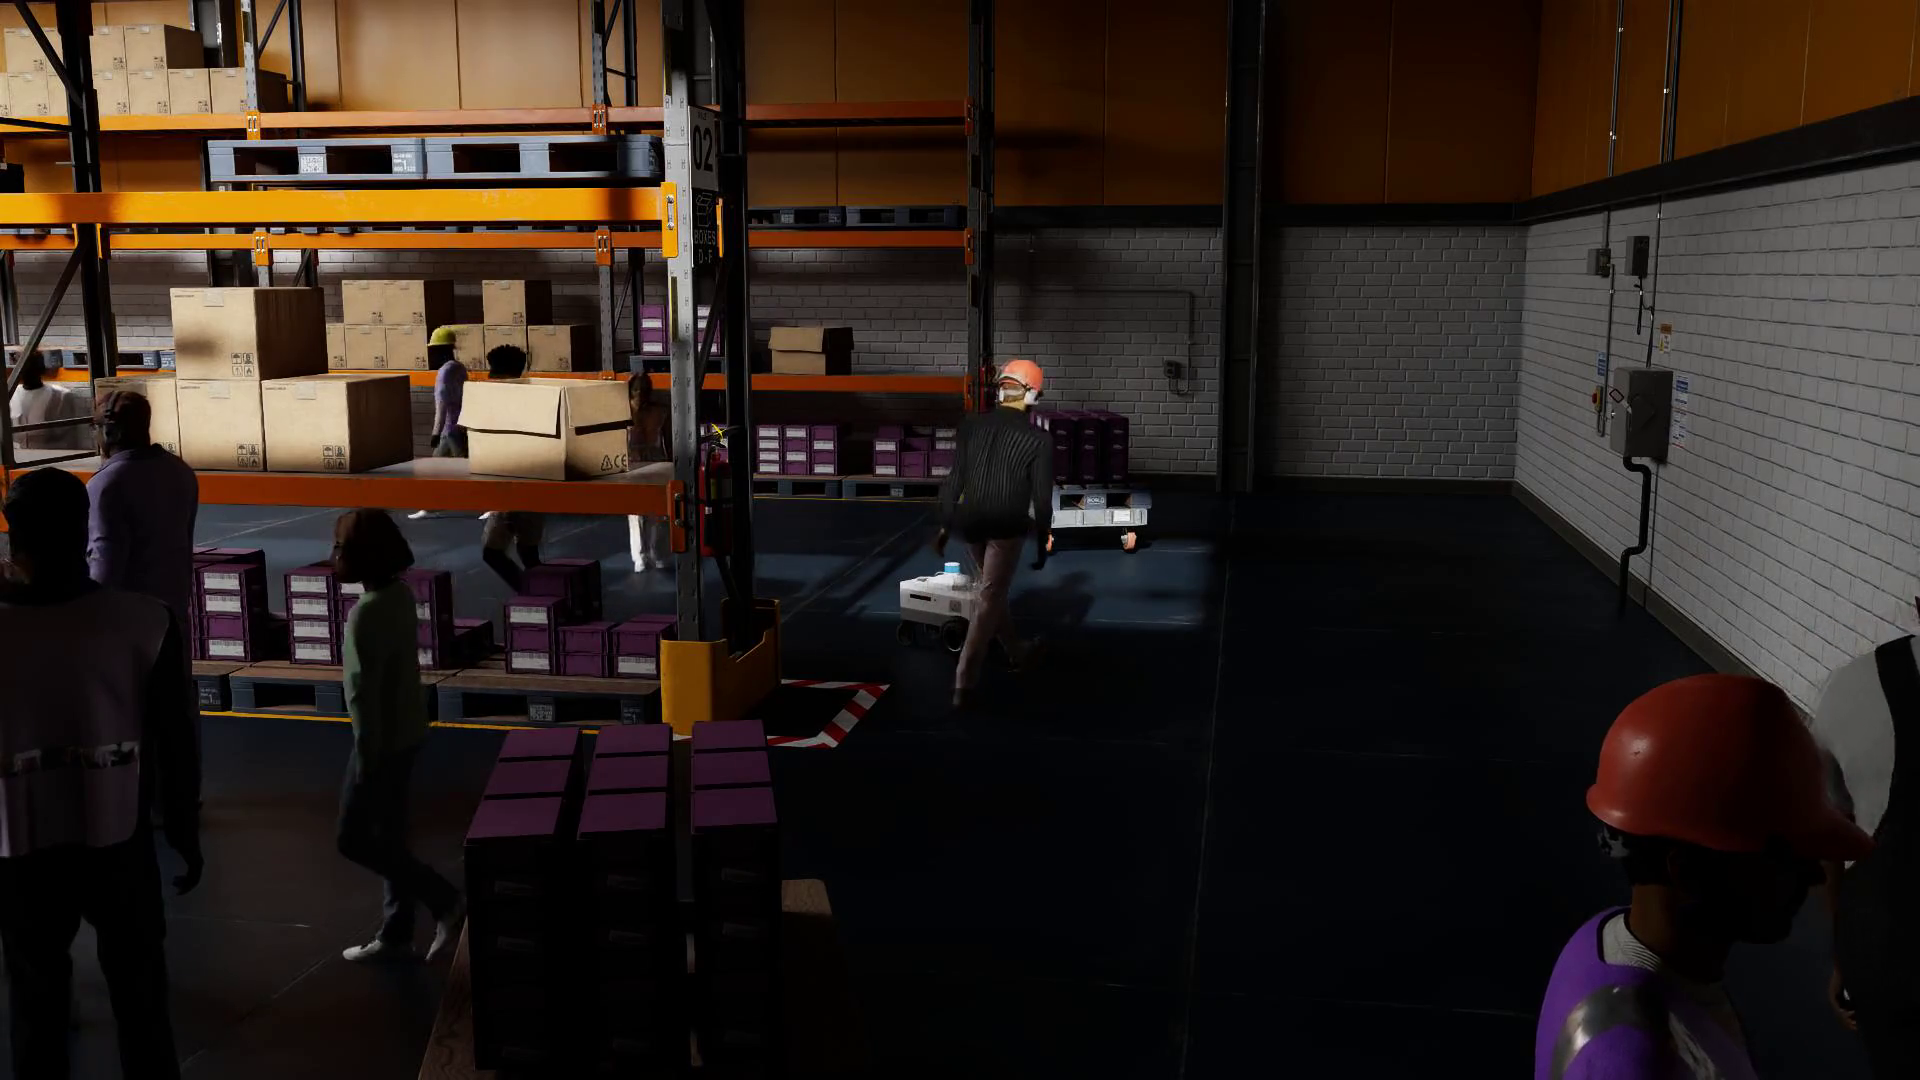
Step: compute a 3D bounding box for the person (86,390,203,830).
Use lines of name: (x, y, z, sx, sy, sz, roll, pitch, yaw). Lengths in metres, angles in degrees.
person: (-3.571, 0.302, 7.226, 0.411, 1.908, 0.643, 1, 9, 6)

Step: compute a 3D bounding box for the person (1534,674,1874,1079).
person: (0.878, 1.114, 2.095, 0.357, 1.938, 0.542, 3, 10, 19)

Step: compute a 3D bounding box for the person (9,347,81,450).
person: (-7.145, -0.570, 12.875, 0.600, 1.864, 0.746, 0, 9, 2)

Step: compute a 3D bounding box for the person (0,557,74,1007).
person: (-3.245, 0.658, 5.427, 0.957, 1.773, 0.627, 3, 10, 19)

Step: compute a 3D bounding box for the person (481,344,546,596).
person: (-2.879, -0.292, 10.799, 0.413, 1.951, 0.617, 2, 9, 13)

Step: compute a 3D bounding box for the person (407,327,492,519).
person: (-4.880, -1.120, 16.130, 0.964, 1.885, 0.601, -1, 9, -7)

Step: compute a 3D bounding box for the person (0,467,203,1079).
person: (-2.275, 0.771, 4.281, 0.596, 1.917, 0.379, -3, 10, -20)

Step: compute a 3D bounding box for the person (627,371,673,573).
person: (-2.526, -0.535, 13.281, 0.548, 1.622, 0.404, -3, 10, -19)

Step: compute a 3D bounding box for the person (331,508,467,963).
person: (-1.935, 0.693, 5.692, 0.421, 1.617, 0.515, 0, 9, -2)

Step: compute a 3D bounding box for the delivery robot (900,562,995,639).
delivery robot: (-0.050, 0.386, 10.593, 0.707, 0.478, 0.477, 8, 12, 41)

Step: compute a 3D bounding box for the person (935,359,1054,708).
person: (0.240, -0.062, 9.456, 0.678, 1.910, 1.057, 7, 11, 35)
